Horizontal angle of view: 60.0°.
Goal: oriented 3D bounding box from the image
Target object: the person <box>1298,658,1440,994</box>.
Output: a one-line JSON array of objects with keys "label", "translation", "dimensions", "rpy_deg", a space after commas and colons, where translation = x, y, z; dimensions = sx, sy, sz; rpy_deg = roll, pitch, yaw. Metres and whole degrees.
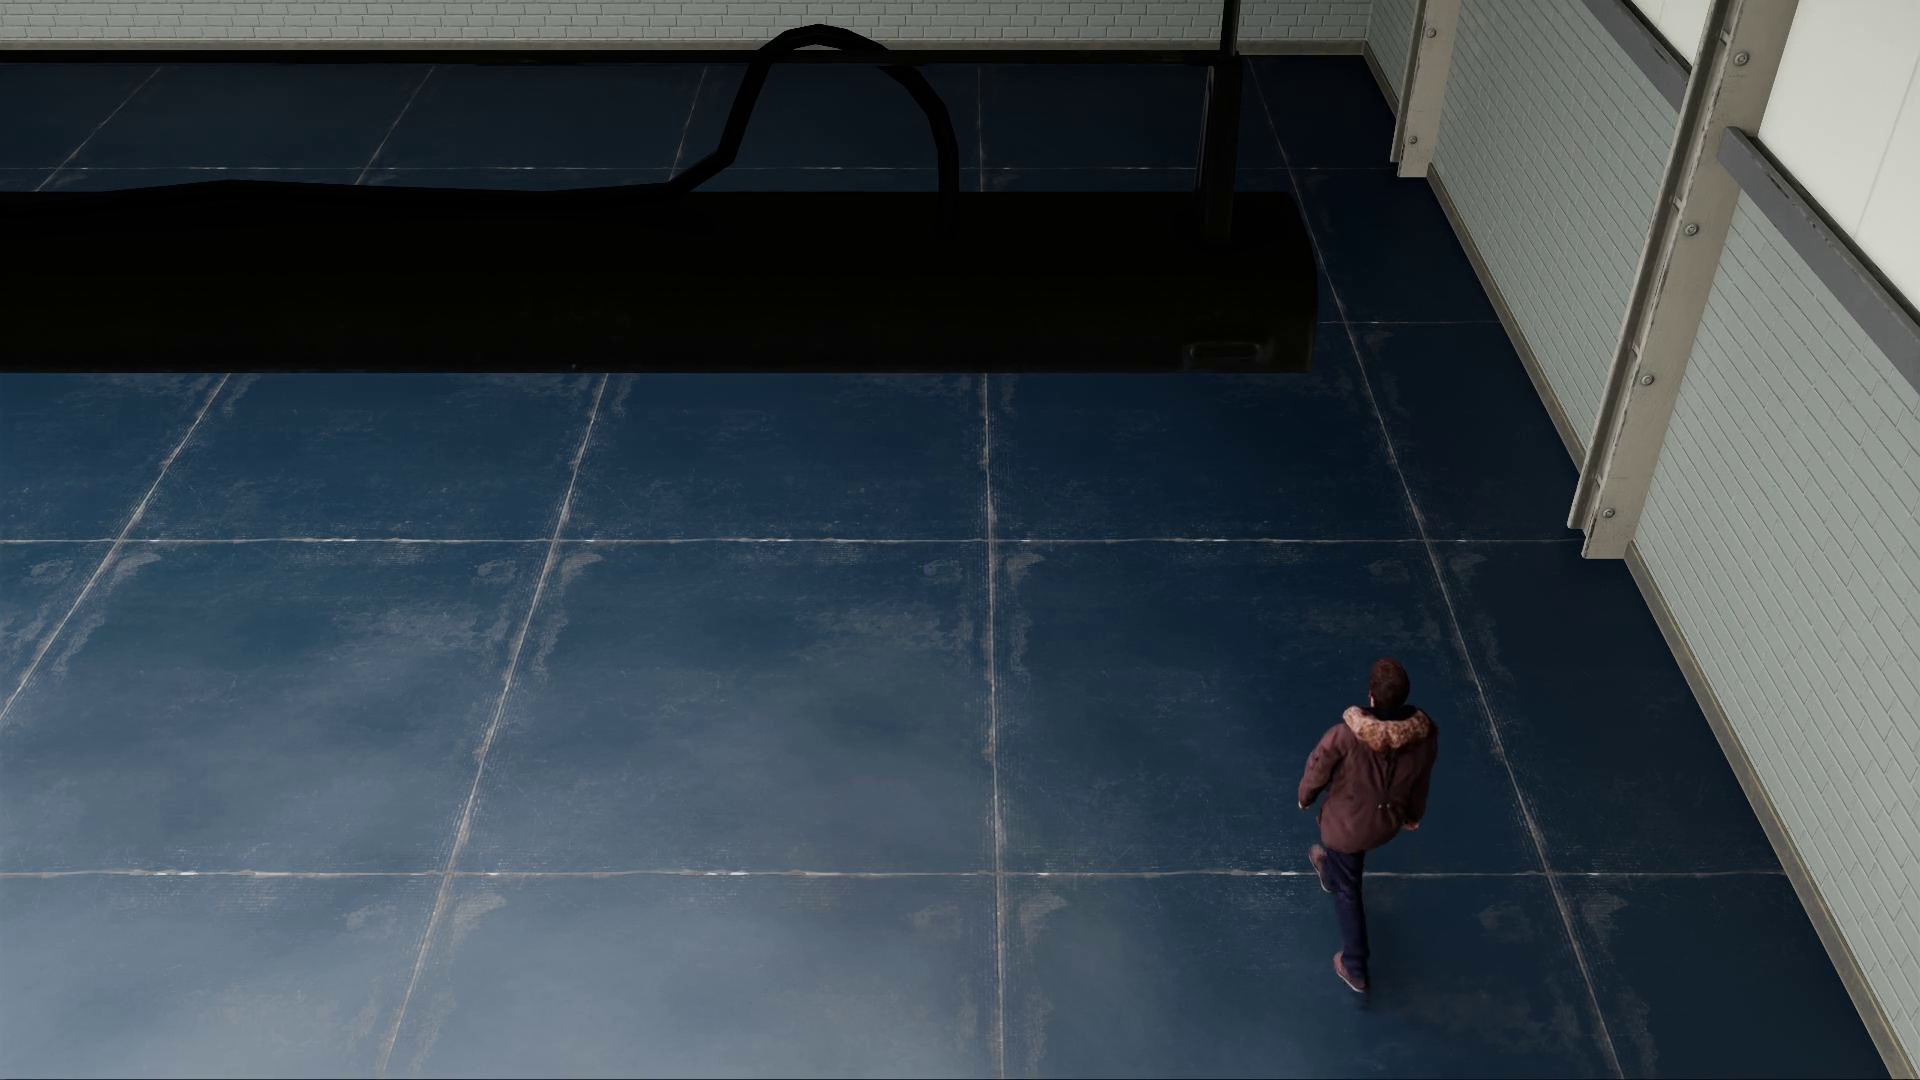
[{"label": "person", "translation": [1.983, 1.411, 8.102], "dimensions": [0.912, 1.799, 1.274], "rpy_deg": [-6, 38, -8]}]
